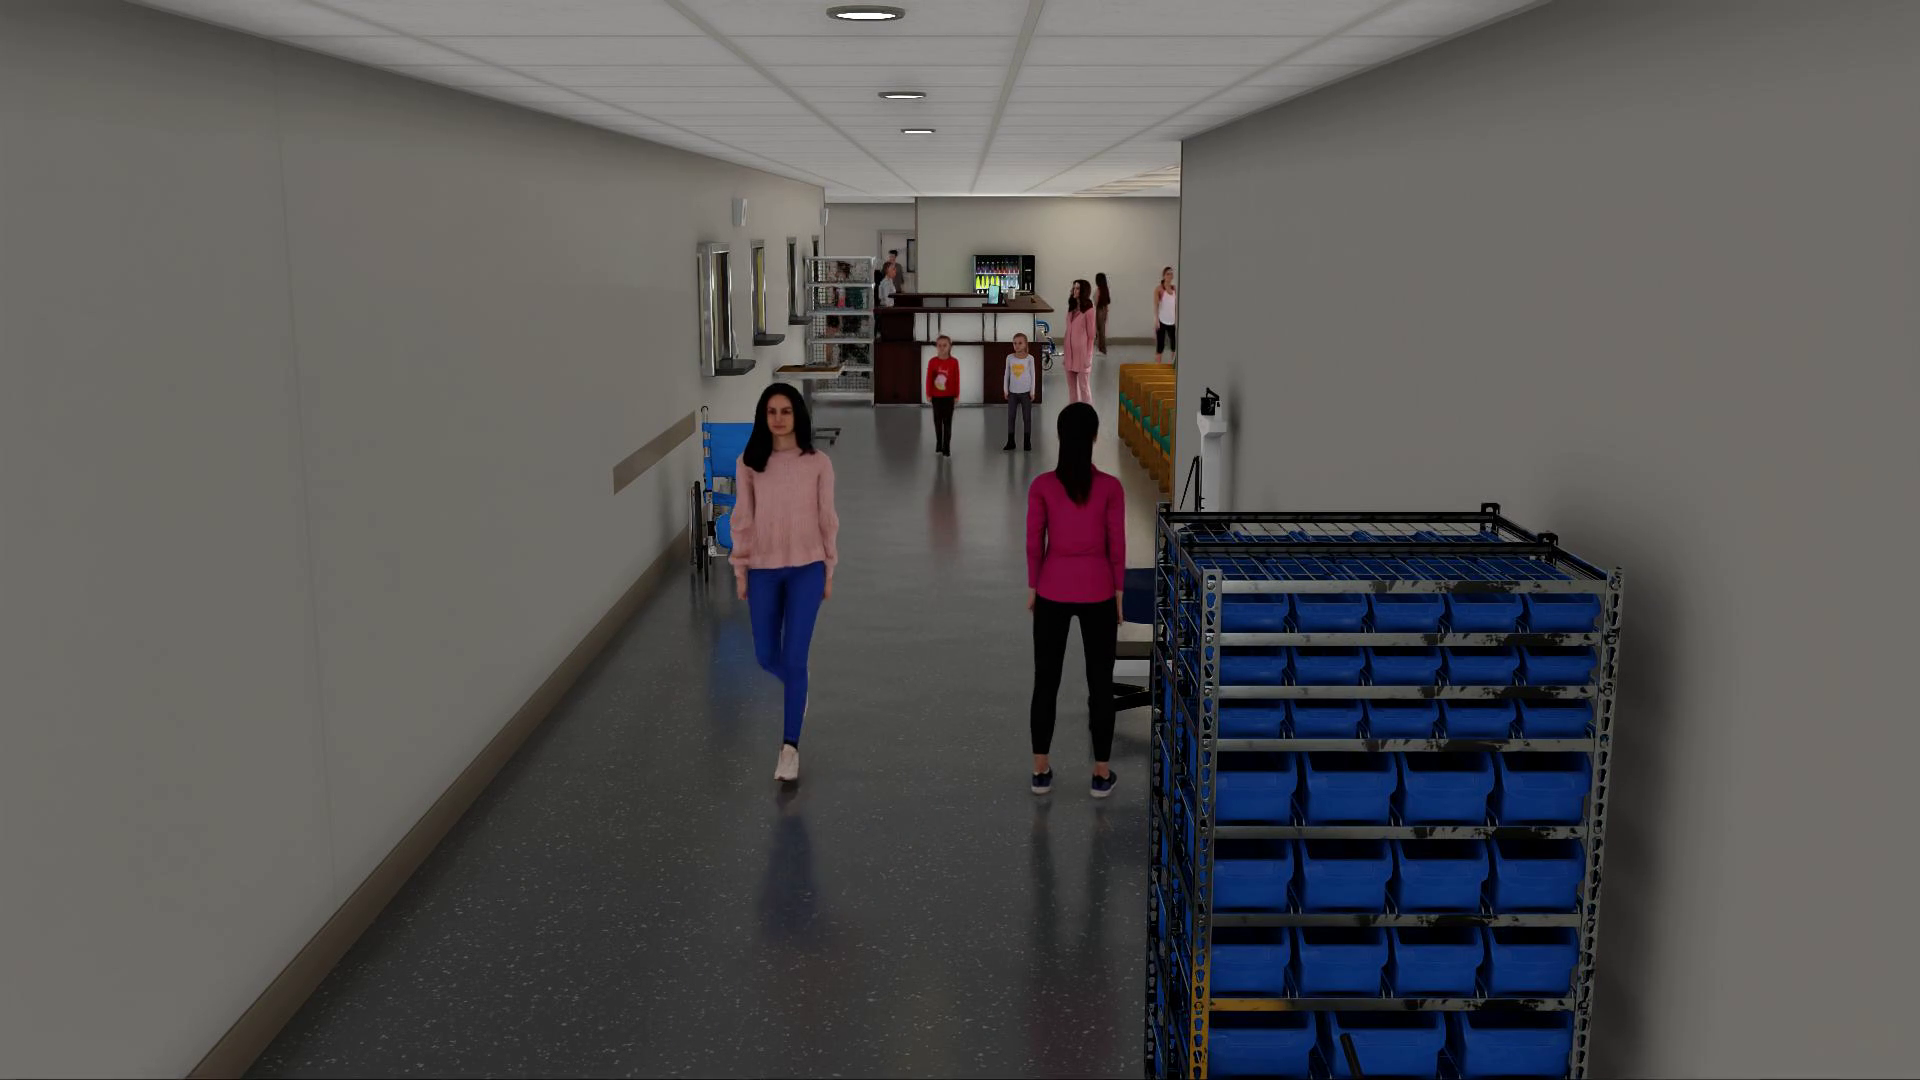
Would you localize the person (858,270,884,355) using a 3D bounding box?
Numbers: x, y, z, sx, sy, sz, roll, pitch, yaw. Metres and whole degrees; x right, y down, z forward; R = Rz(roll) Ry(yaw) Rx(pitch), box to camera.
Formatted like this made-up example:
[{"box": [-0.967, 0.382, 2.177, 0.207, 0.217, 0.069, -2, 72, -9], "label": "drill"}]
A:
[{"box": [-1.433, -4.152, 30.727, 1.199, 1.568, 1.007, 6, 12, 29], "label": "person"}]

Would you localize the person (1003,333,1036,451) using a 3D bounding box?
[{"box": [0.659, -1.629, 18.209, 0.485, 1.279, 0.597, 2, 11, 12], "label": "person"}]

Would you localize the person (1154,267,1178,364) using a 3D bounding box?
[{"box": [3.191, -3.399, 26.240, 0.949, 1.762, 0.875, -4, 11, -19], "label": "person"}]

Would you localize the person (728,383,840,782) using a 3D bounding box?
[{"box": [-0.765, 0.166, 7.498, 1.004, 1.745, 0.768, 1, 11, 5], "label": "person"}]

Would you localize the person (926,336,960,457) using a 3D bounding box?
[{"box": [-0.183, -1.522, 17.715, 0.841, 1.252, 0.560, 0, 11, 2], "label": "person"}]

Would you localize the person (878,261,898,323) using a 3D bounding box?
[{"box": [-1.361, -3.969, 29.130, 0.736, 1.804, 0.683, 1, 11, 5], "label": "person"}]

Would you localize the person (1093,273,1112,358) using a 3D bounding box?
[{"box": [2.698, -4.195, 30.981, 0.756, 1.558, 0.706, 8, 13, 35], "label": "person"}]

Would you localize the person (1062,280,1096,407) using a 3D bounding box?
[{"box": [1.419, -2.182, 19.715, 0.724, 1.802, 0.684, -9, 14, -39], "label": "person"}]

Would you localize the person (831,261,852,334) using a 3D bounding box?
[{"box": [-2.545, -5.137, 35.449, 1.021, 1.742, 0.887, -4, 11, -20], "label": "person"}]

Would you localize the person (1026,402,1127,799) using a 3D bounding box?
[{"box": [0.494, 0.259, 7.136, 0.550, 1.697, 0.683, 2, 11, 10], "label": "person"}]

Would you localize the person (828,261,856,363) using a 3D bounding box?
[{"box": [-2.137, -3.829, 28.406, 0.972, 1.798, 0.768, 3, 11, 17], "label": "person"}]

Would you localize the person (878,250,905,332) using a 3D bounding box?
[{"box": [-1.418, -5.487, 36.991, 1.254, 1.856, 1.296, 10, 15, 43], "label": "person"}]

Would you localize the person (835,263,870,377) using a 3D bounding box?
[{"box": [-1.713, -3.487, 26.581, 1.233, 1.806, 1.054, 7, 13, 33], "label": "person"}]
